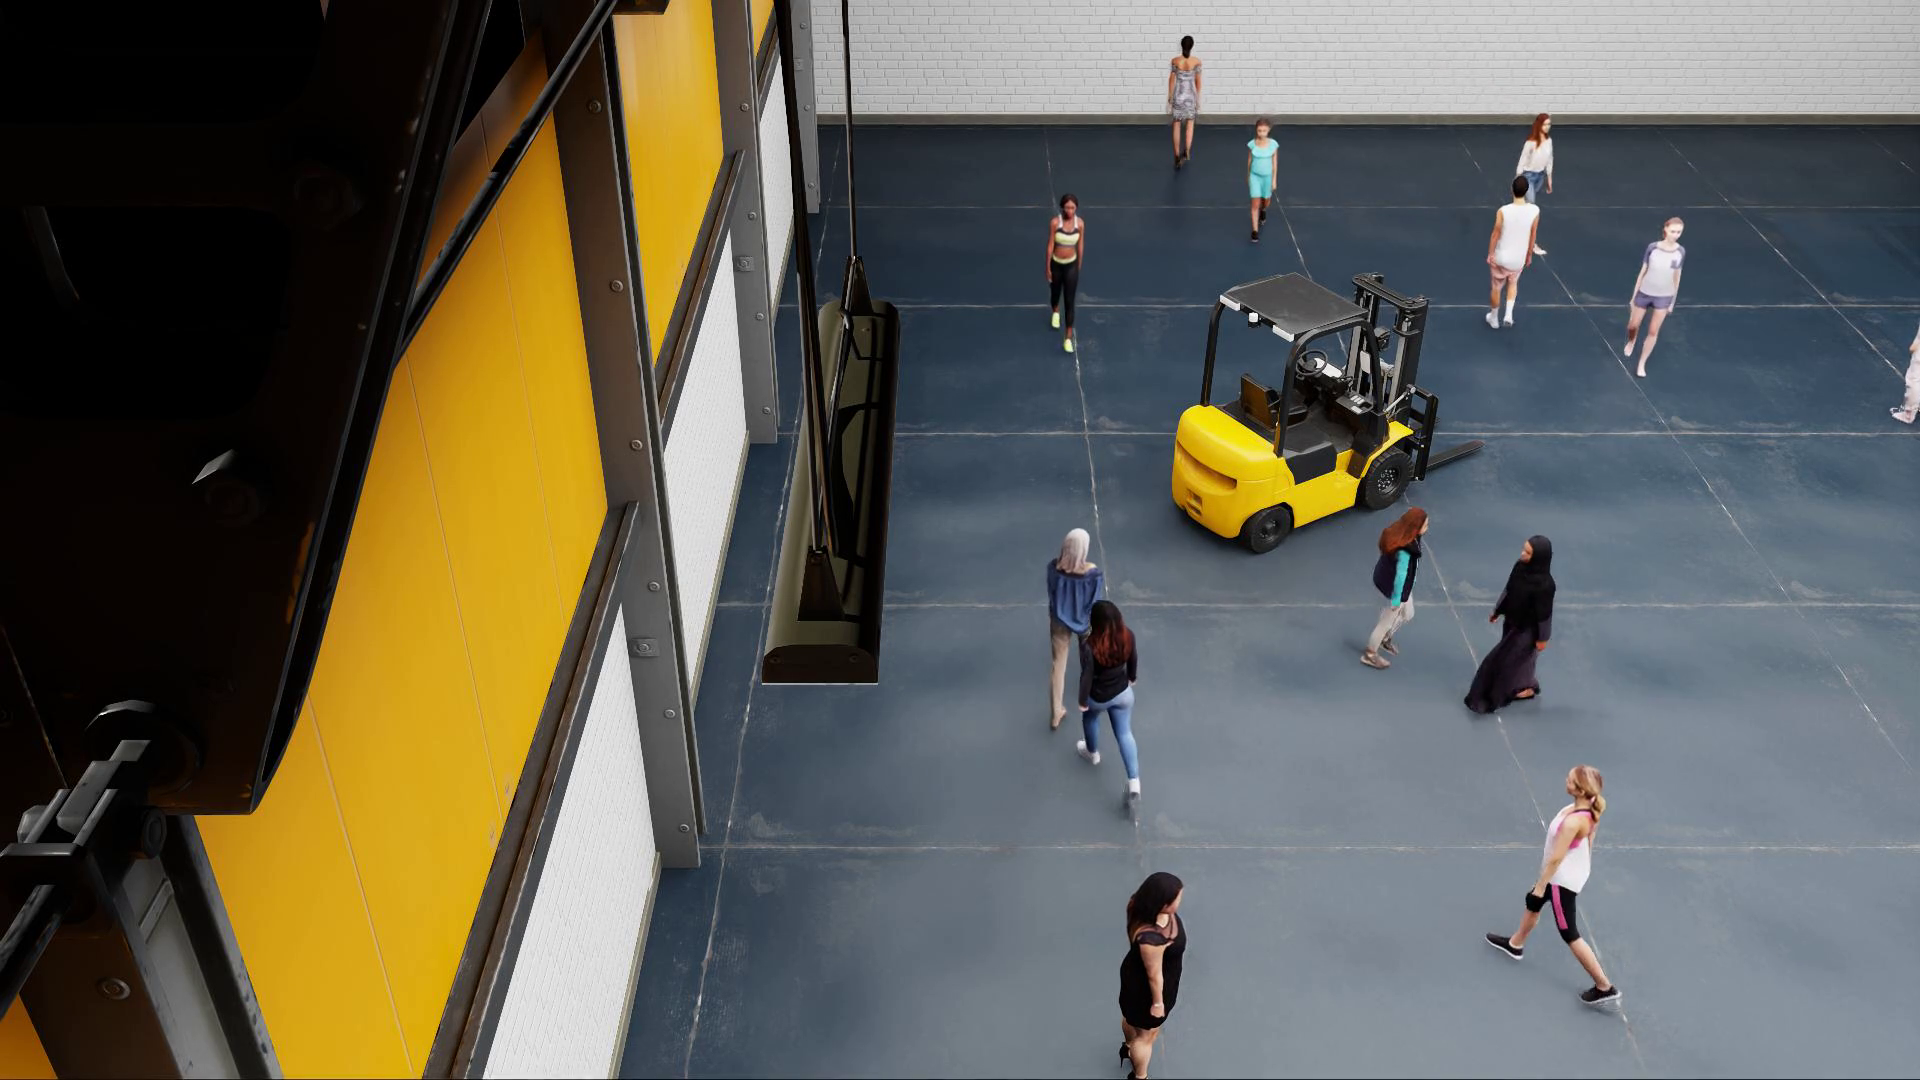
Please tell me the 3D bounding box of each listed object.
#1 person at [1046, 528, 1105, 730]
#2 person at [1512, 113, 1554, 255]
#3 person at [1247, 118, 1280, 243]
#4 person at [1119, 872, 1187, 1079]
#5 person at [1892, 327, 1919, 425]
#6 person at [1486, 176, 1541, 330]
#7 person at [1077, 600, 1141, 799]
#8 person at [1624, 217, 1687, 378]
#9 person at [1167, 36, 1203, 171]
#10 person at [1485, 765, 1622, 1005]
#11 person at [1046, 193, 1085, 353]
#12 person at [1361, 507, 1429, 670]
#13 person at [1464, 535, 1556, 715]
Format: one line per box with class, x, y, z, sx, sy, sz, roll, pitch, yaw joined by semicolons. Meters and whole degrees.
person;0.835;0.709;12.845;0.875;1.645;1.190;11;35;16
person;7.003;-4.446;20.563;0.927;1.686;1.190;-15;36;-21
person;3.780;-4.562;20.873;0.653;1.535;1.003;5;34;7
person;1.113;2.628;9.896;0.720;1.712;0.554;-3;34;-4
person;9.911;-1.986;16.855;0.669;1.693;0.627;-2;34;-3
person;6.140;-3.143;18.516;0.653;1.780;0.719;2;34;3
person;1.118;1.184;12.173;0.970;1.597;1.204;-12;36;-18
person;7.426;-2.642;17.786;0.716;1.755;0.833;10;35;15
person;3.036;-5.944;22.707;0.720;1.807;0.787;8;34;12
person;3.915;2.198;10.510;1.165;1.750;1.145;25;41;32
person;1.122;-3.029;18.409;0.564;1.709;1.151;0;34;0
person;3.491;0.361;13.515;0.732;1.482;0.637;14;36;20
person;4.487;0.638;12.980;0.778;1.613;0.907;-4;34;-6
